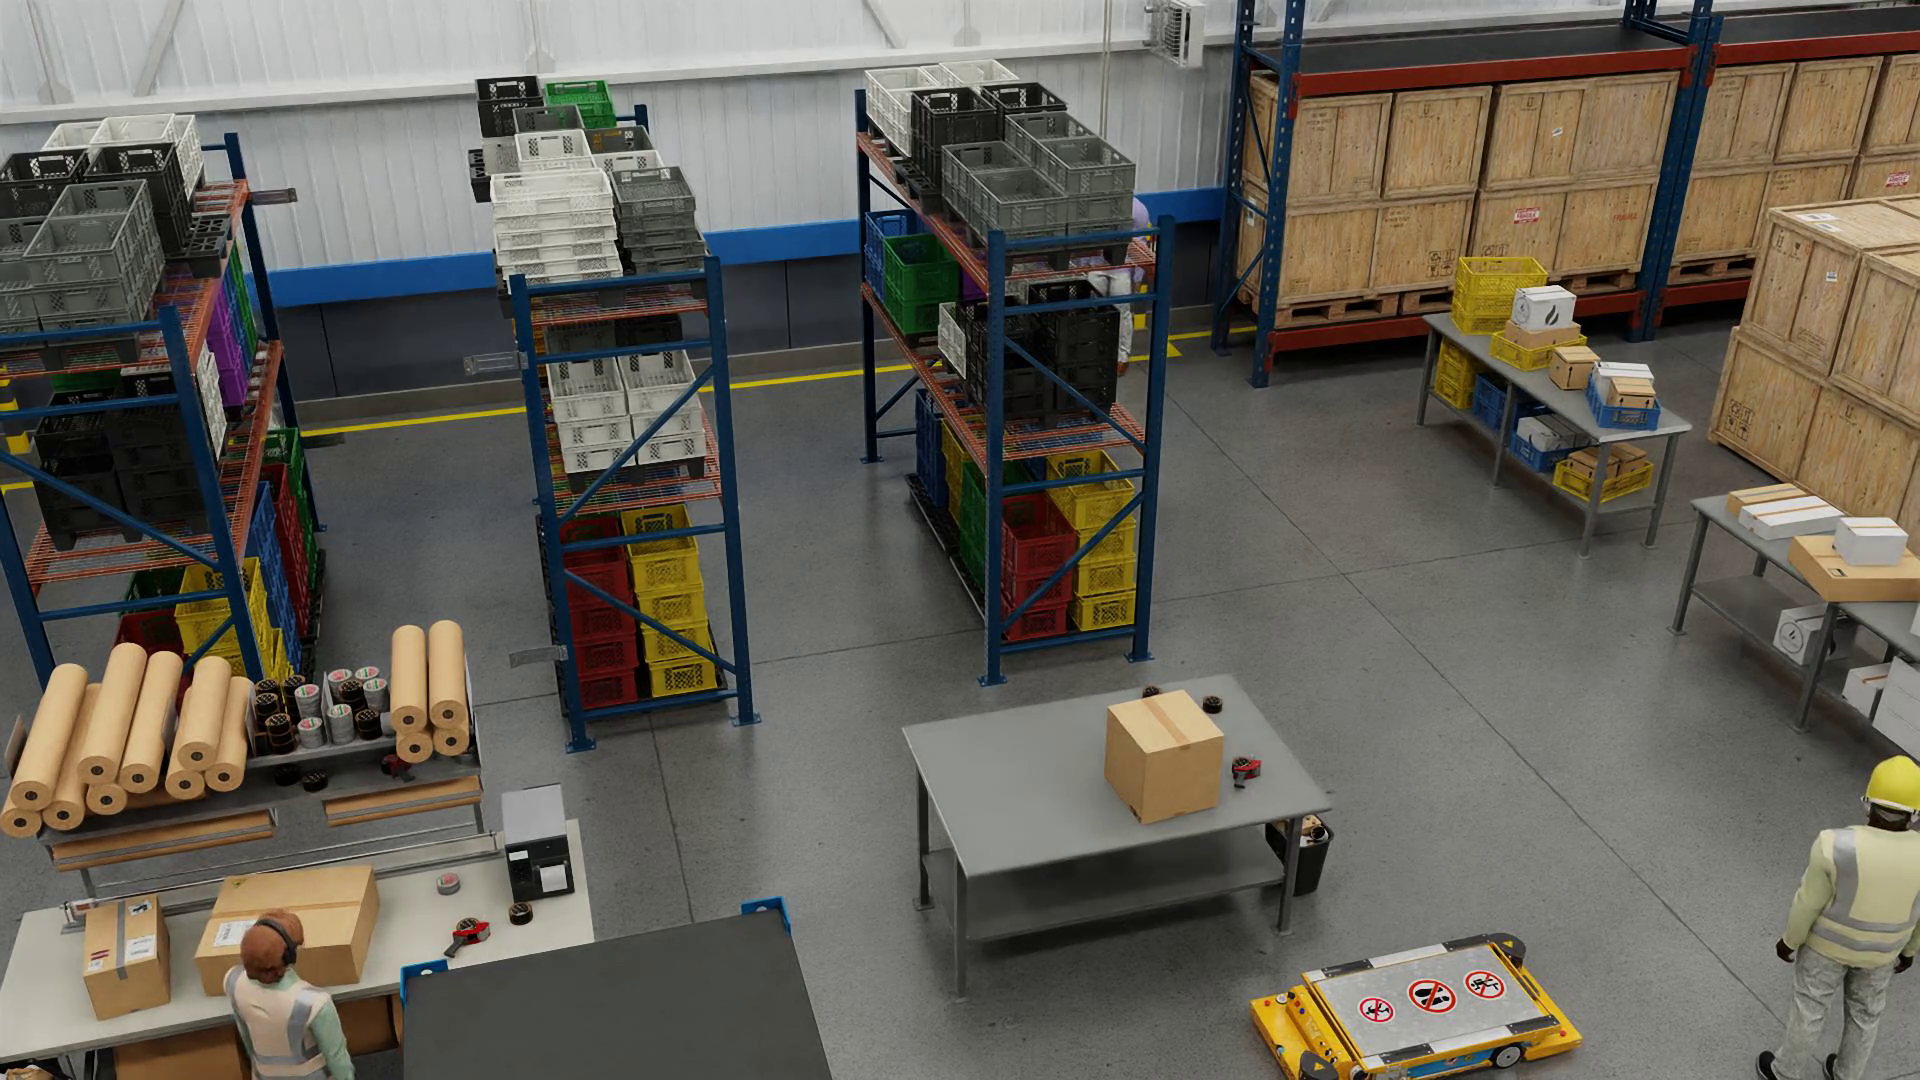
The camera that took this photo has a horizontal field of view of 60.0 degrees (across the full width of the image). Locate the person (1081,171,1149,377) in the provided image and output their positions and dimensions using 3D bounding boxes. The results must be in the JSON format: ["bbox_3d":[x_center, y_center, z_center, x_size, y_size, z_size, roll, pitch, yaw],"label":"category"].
[{"bbox_3d":[1.356,-2.405,14.803,0.632,1.932,0.368,16,33,27],"label":"person"}]

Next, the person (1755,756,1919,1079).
[{"bbox_3d":[3.937,1.745,7.353,0.594,1.826,0.403,3,29,6],"label":"person"}]

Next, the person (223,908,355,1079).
[{"bbox_3d":[-2.669,2.189,6.745,0.517,1.632,0.314,9,30,16],"label":"person"}]

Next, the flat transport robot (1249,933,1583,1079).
[{"bbox_3d":[2.184,2.282,7.980,1.431,0.197,0.652,-8,30,-14],"label":"flat transport robot"}]
